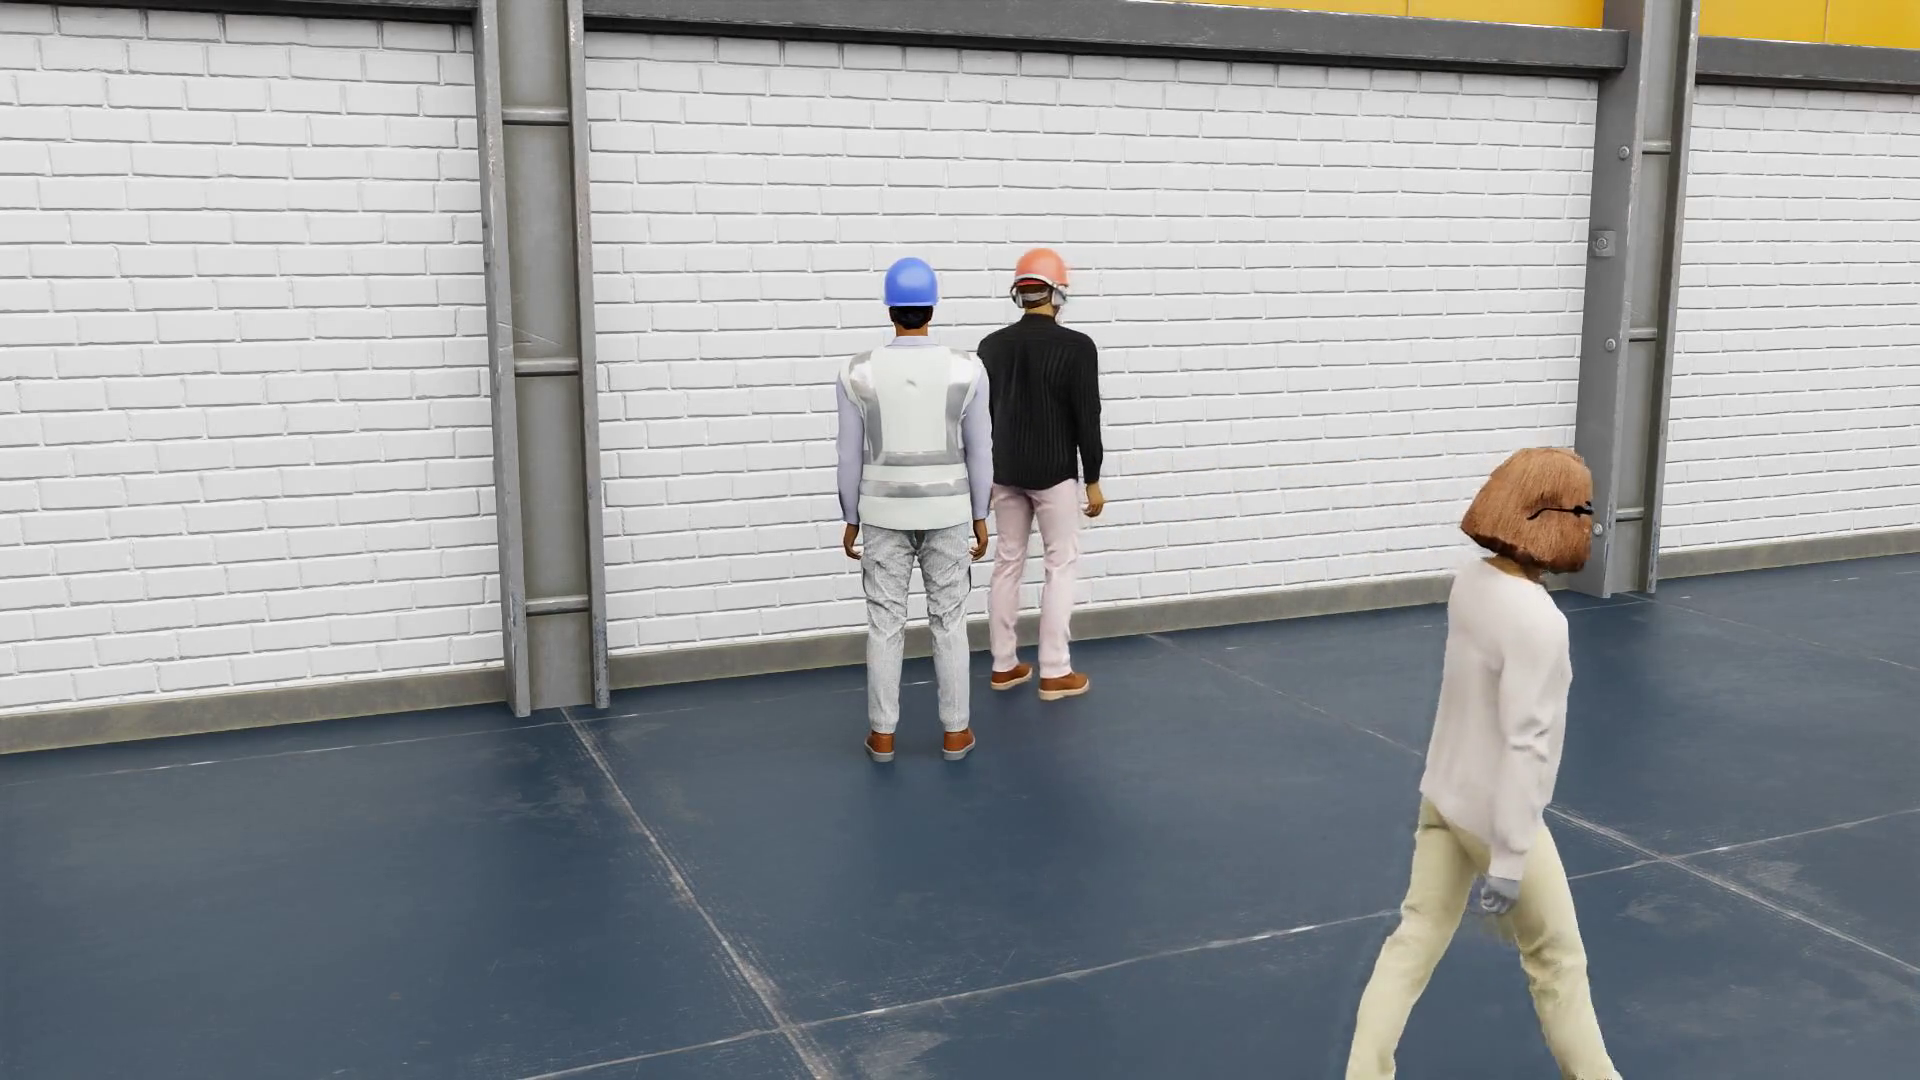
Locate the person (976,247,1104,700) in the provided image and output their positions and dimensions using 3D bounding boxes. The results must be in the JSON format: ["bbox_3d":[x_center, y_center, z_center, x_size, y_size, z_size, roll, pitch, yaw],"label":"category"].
[{"bbox_3d":[0.350,-0.296,7.398,0.635,1.982,0.430,7,12,34],"label":"person"}]

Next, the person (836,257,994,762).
[{"bbox_3d":[-0.173,-0.102,6.413,0.605,1.951,0.380,0,10,-2],"label":"person"}]

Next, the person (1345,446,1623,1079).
[{"bbox_3d":[1.217,0.590,3.561,0.835,1.588,0.517,-1,10,-5],"label":"person"}]
